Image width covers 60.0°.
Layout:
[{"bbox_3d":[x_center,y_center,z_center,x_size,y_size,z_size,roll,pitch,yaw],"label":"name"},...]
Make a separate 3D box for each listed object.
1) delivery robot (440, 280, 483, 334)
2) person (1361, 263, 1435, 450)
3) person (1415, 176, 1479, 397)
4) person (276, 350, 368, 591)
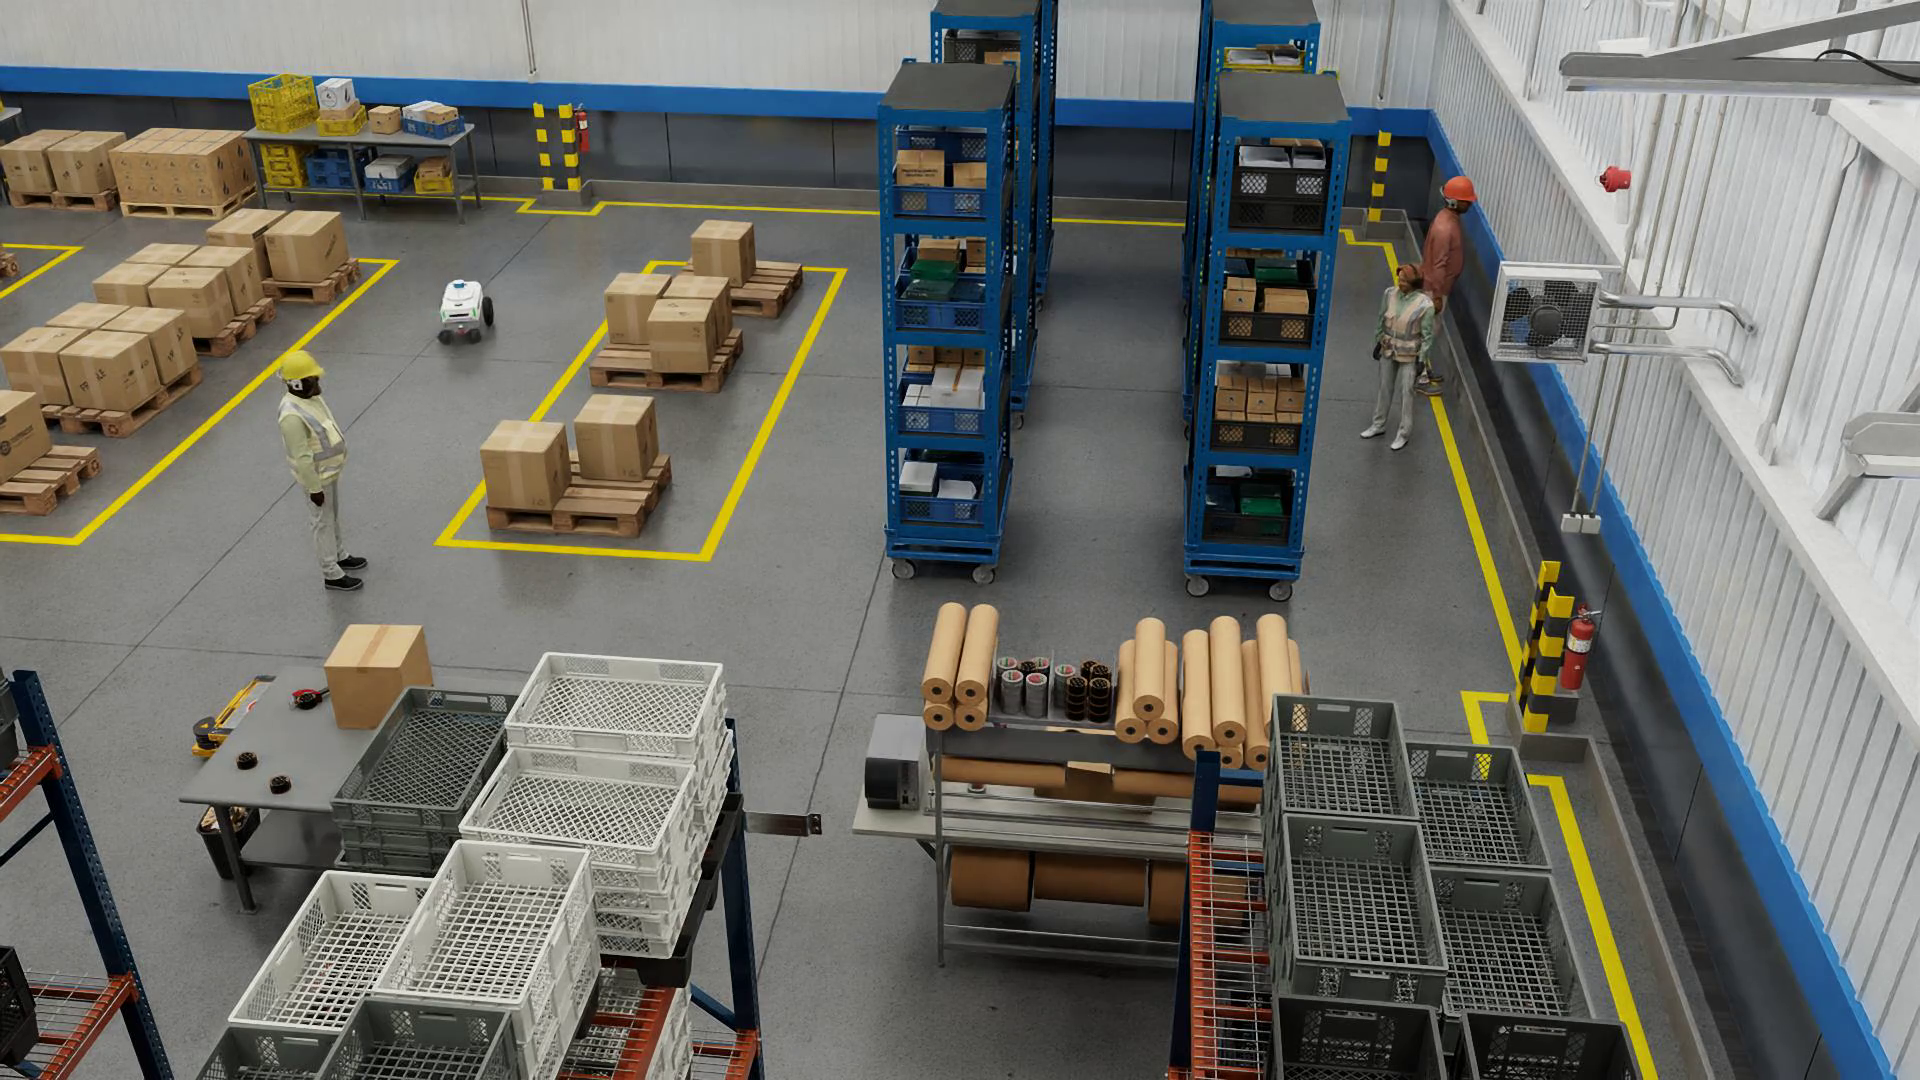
[{"bbox_3d":[-4.859,-2.296,16.220,0.477,0.478,0.707,-5,31,-9],"label":"delivery robot"},{"bbox_3d":[3.699,-1.554,13.966,0.312,1.636,0.518,-23,37,-34],"label":"person"},{"bbox_3d":[4.310,-2.285,14.870,0.396,1.992,0.623,9,32,16],"label":"person"},{"bbox_3d":[-4.606,-0.511,11.979,0.404,1.837,0.590,-5,31,-8],"label":"person"}]
